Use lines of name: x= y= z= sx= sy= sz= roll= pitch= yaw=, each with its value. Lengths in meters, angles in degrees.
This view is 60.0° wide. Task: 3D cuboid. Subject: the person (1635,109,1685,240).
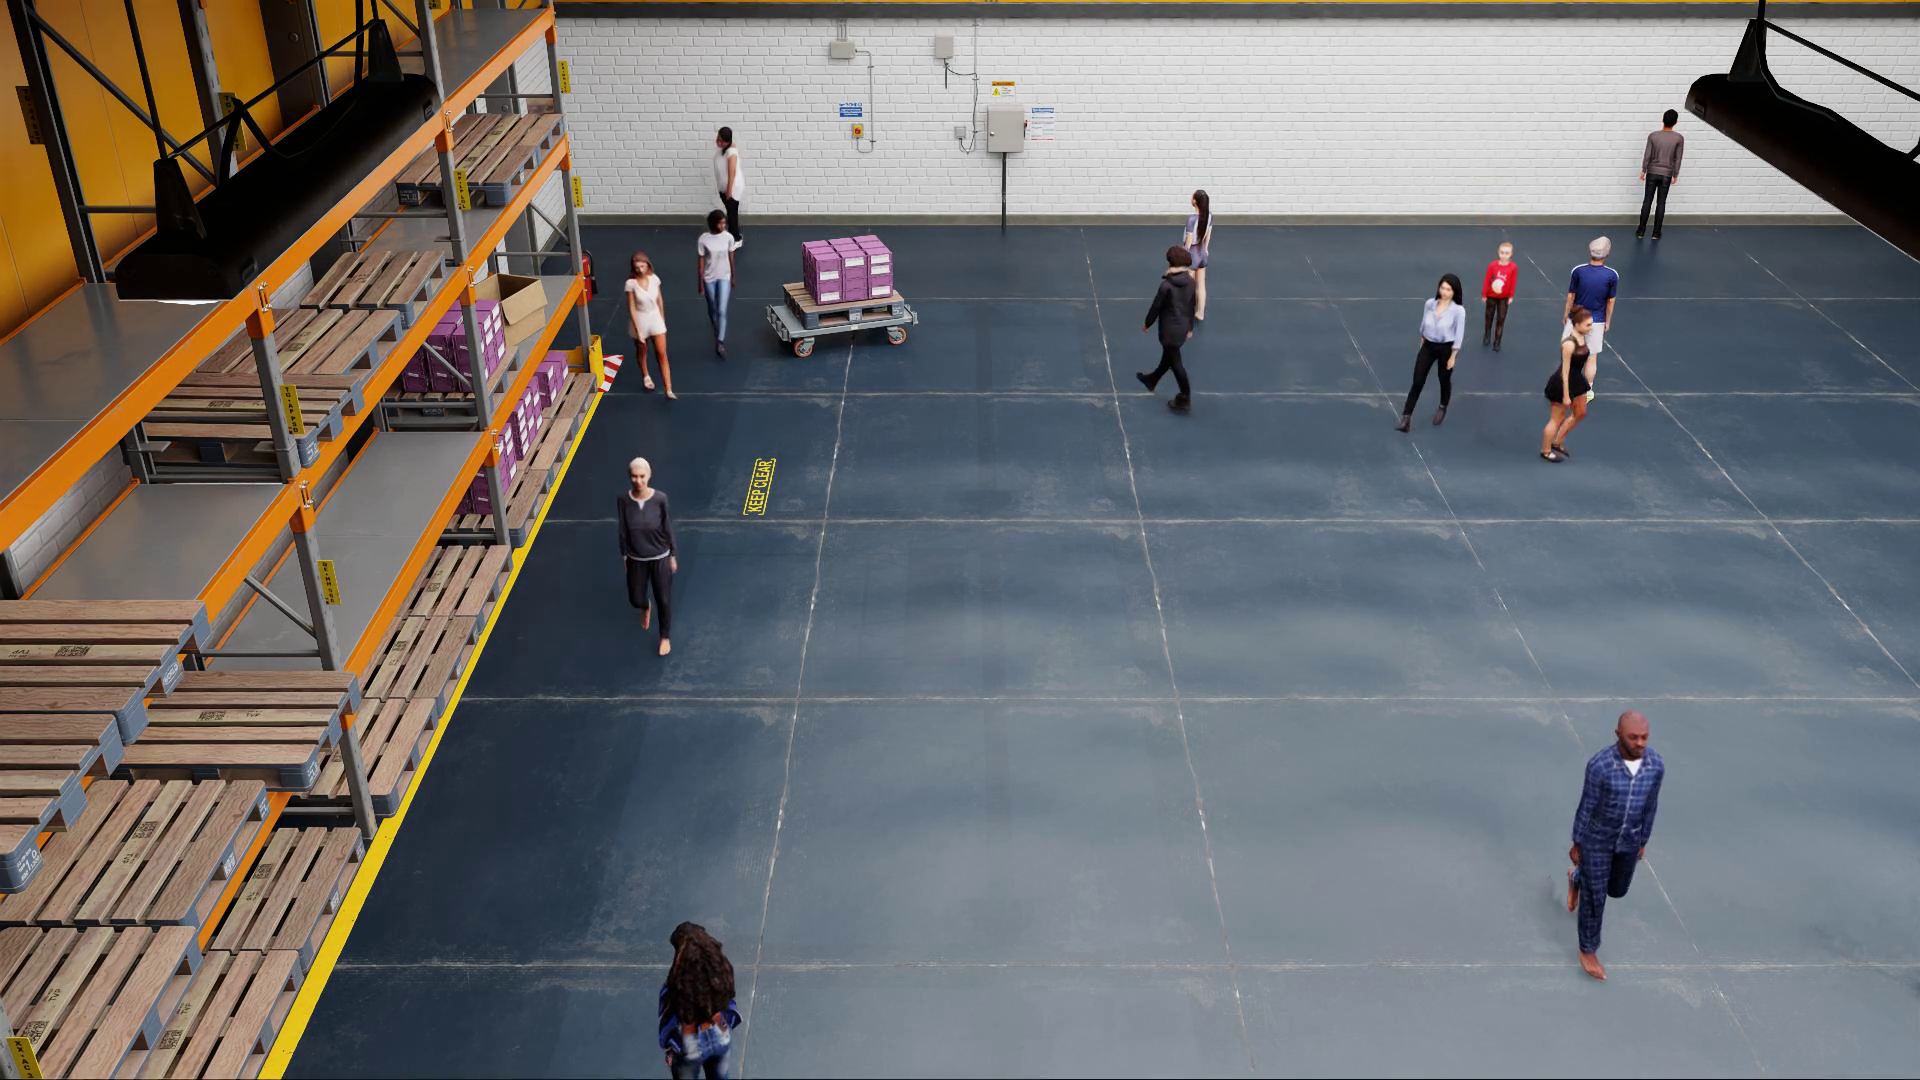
person: x=9.573 y=-5.006 z=22.768 sx=0.705 sy=1.769 sz=0.663 roll=8 pitch=30 yaw=14

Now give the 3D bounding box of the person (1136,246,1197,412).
person: x=2.332 y=-2.193 z=17.664 sx=1.076 sy=1.718 sz=1.196 roll=-22 pitch=35 yaw=-34

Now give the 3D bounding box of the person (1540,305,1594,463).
person: x=5.962 y=-1.561 z=16.557 sx=0.806 sy=1.669 sz=0.744 roll=22 pitch=36 yaw=35

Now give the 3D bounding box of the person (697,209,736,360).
person: x=-2.817 y=-2.994 z=19.172 sx=0.835 sy=1.680 sz=1.155 roll=-7 pitch=29 yaw=-13

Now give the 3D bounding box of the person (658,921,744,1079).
person: x=-1.364 y=2.675 z=8.839 sx=0.704 sy=1.622 sz=0.714 roll=-15 pitch=32 yaw=-25

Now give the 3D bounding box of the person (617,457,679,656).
person: x=-2.519 y=0.080 z=13.502 sx=0.646 sy=1.713 sz=0.754 roll=-3 pitch=29 yaw=-5

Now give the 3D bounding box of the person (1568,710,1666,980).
person: x=3.978 y=1.789 z=10.277 sx=0.730 sy=1.800 sz=1.025 roll=-3 pitch=29 yaw=-6

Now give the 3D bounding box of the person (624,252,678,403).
person: x=-3.432 y=-2.331 z=18.003 sx=0.947 sy=1.636 sz=1.216 roll=-14 pitch=32 yaw=-25

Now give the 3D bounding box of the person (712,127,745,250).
person: x=-3.116 y=-4.780 z=22.460 sx=0.922 sy=1.666 sz=0.649 roll=0 pitch=29 yaw=-1

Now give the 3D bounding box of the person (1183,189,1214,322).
person: x=2.829 y=-3.394 z=19.937 sx=0.671 sy=1.650 sz=0.725 roll=-24 pitch=37 yaw=-37

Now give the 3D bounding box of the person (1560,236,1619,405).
person: x=6.721 y=-2.362 z=17.850 sx=0.698 sy=1.836 sz=0.652 roll=9 pitch=30 yaw=17

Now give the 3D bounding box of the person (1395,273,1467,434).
person: x=5.007 y=-1.939 z=17.217 sx=1.099 sy=1.700 sz=1.208 roll=23 pitch=36 yaw=36

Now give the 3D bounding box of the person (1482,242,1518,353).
person: x=6.262 y=-2.855 z=19.363 sx=0.669 sy=1.253 sz=0.921 roll=8 pitch=30 yaw=14
